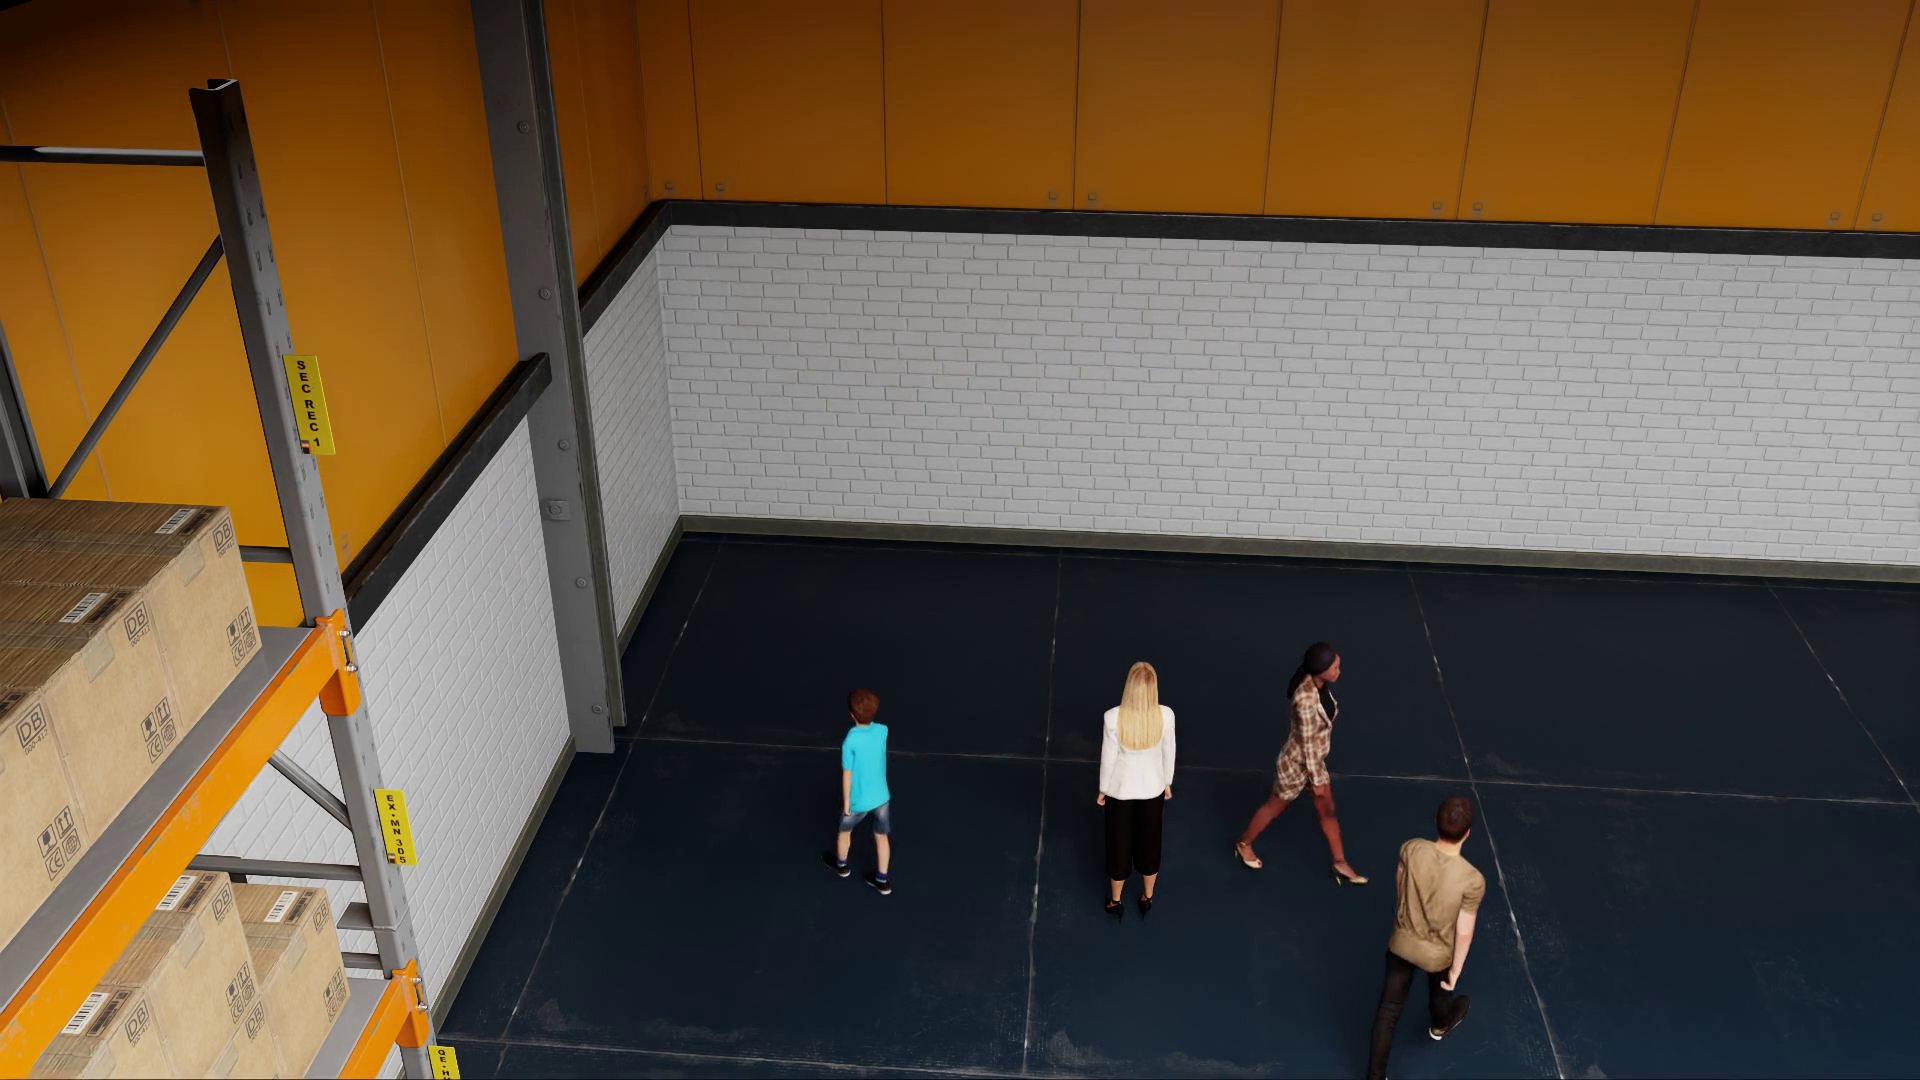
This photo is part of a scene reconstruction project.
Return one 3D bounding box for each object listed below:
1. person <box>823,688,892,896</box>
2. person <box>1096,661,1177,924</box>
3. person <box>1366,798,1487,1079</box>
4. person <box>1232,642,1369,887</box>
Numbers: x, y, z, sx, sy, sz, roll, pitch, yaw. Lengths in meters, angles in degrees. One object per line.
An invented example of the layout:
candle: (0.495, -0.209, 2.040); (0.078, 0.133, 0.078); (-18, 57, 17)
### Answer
person: (-0.537, 1.603, 10.369); (0.788, 1.430, 0.858); (-20, 35, -32)
person: (1.056, 1.532, 10.051); (0.665, 1.858, 0.592); (-4, 29, -7)
person: (2.423, 2.231, 8.836); (1.151, 1.795, 1.324); (20, 34, 32)
person: (2.036, 1.422, 10.385); (0.969, 1.733, 1.126); (15, 32, 26)
